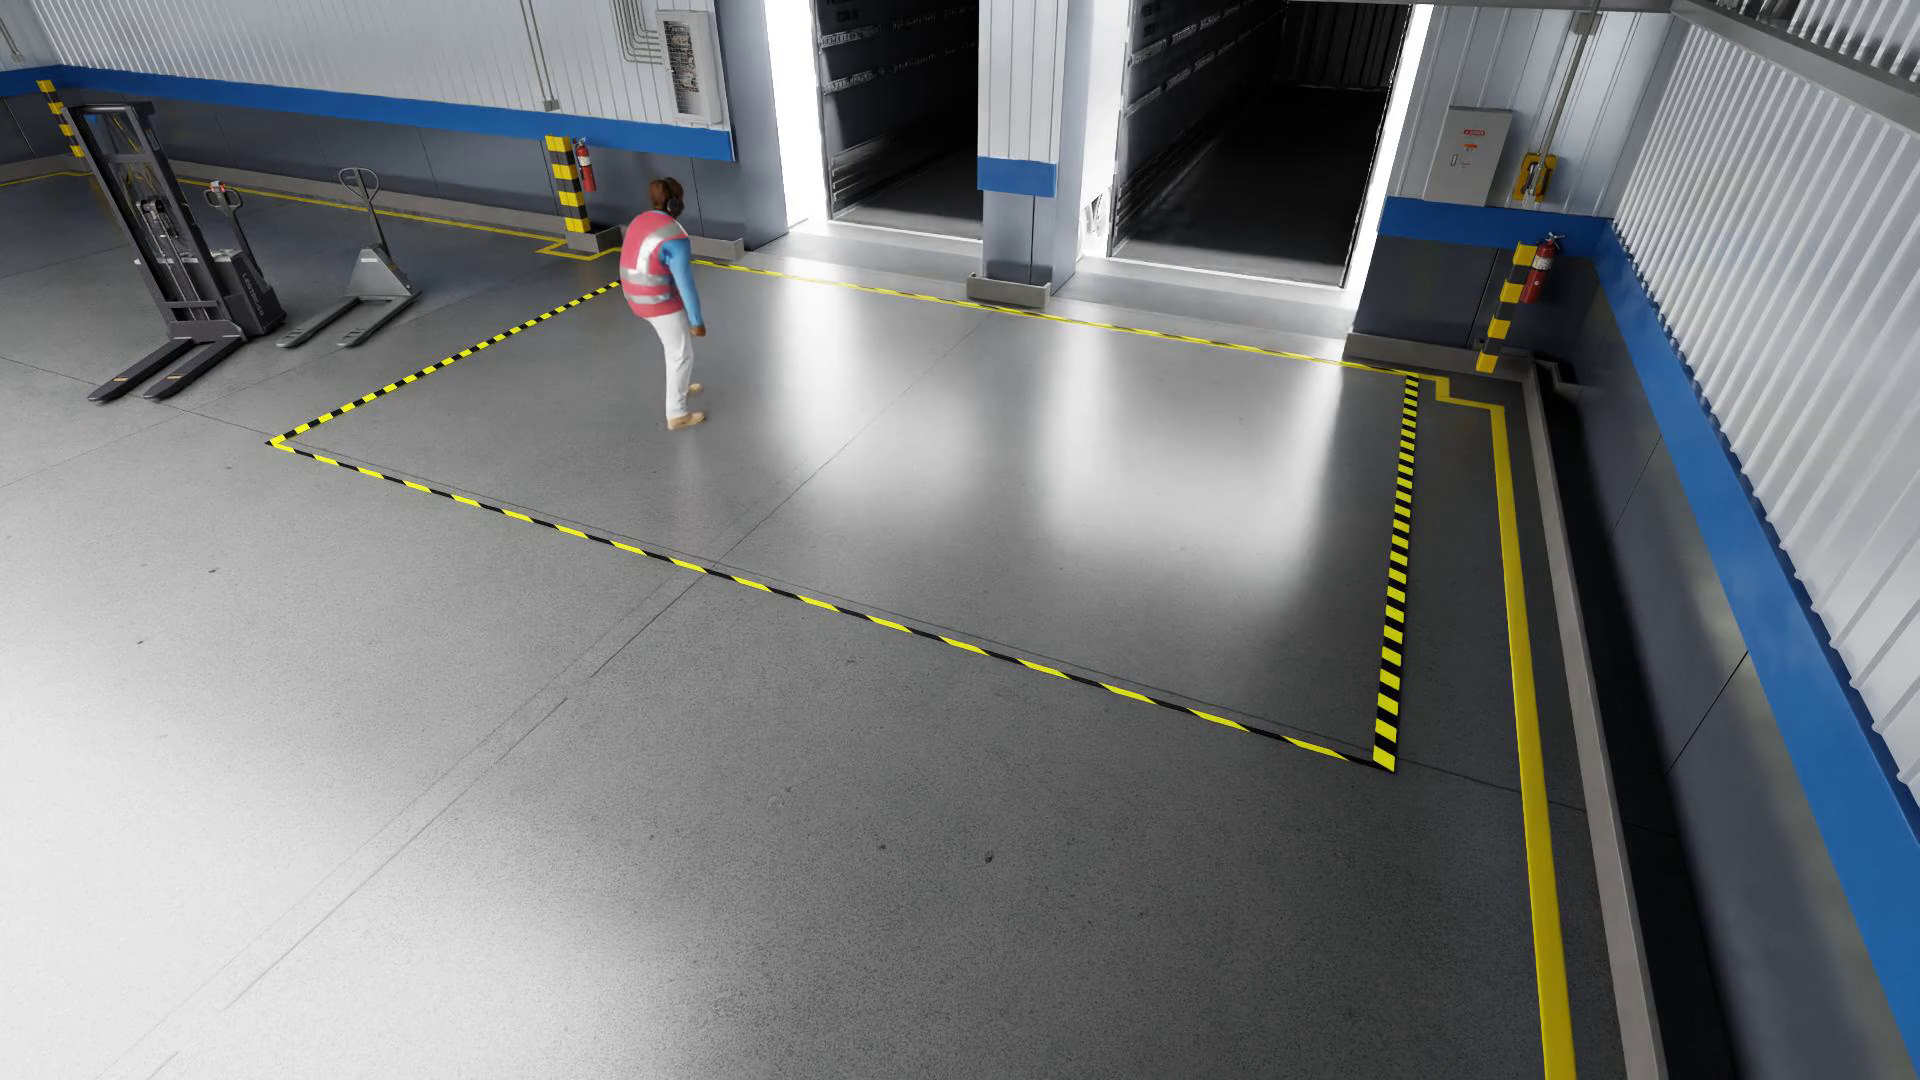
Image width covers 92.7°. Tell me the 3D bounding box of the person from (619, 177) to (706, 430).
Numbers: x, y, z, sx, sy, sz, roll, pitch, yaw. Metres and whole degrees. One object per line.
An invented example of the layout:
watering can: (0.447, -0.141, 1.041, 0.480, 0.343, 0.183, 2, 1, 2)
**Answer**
person: (-2.166, -1.748, 6.779, 0.604, 1.711, 0.809, -28, 44, -34)

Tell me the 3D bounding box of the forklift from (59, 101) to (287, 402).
forklift: (-6.686, -2.387, 7.434, 0.823, 1.965, 1.885, -3, 35, -5)

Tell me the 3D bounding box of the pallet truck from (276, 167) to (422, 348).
pallet truck: (-5.732, -2.611, 8.414, 0.680, 1.201, 1.601, -1, 35, -1)
